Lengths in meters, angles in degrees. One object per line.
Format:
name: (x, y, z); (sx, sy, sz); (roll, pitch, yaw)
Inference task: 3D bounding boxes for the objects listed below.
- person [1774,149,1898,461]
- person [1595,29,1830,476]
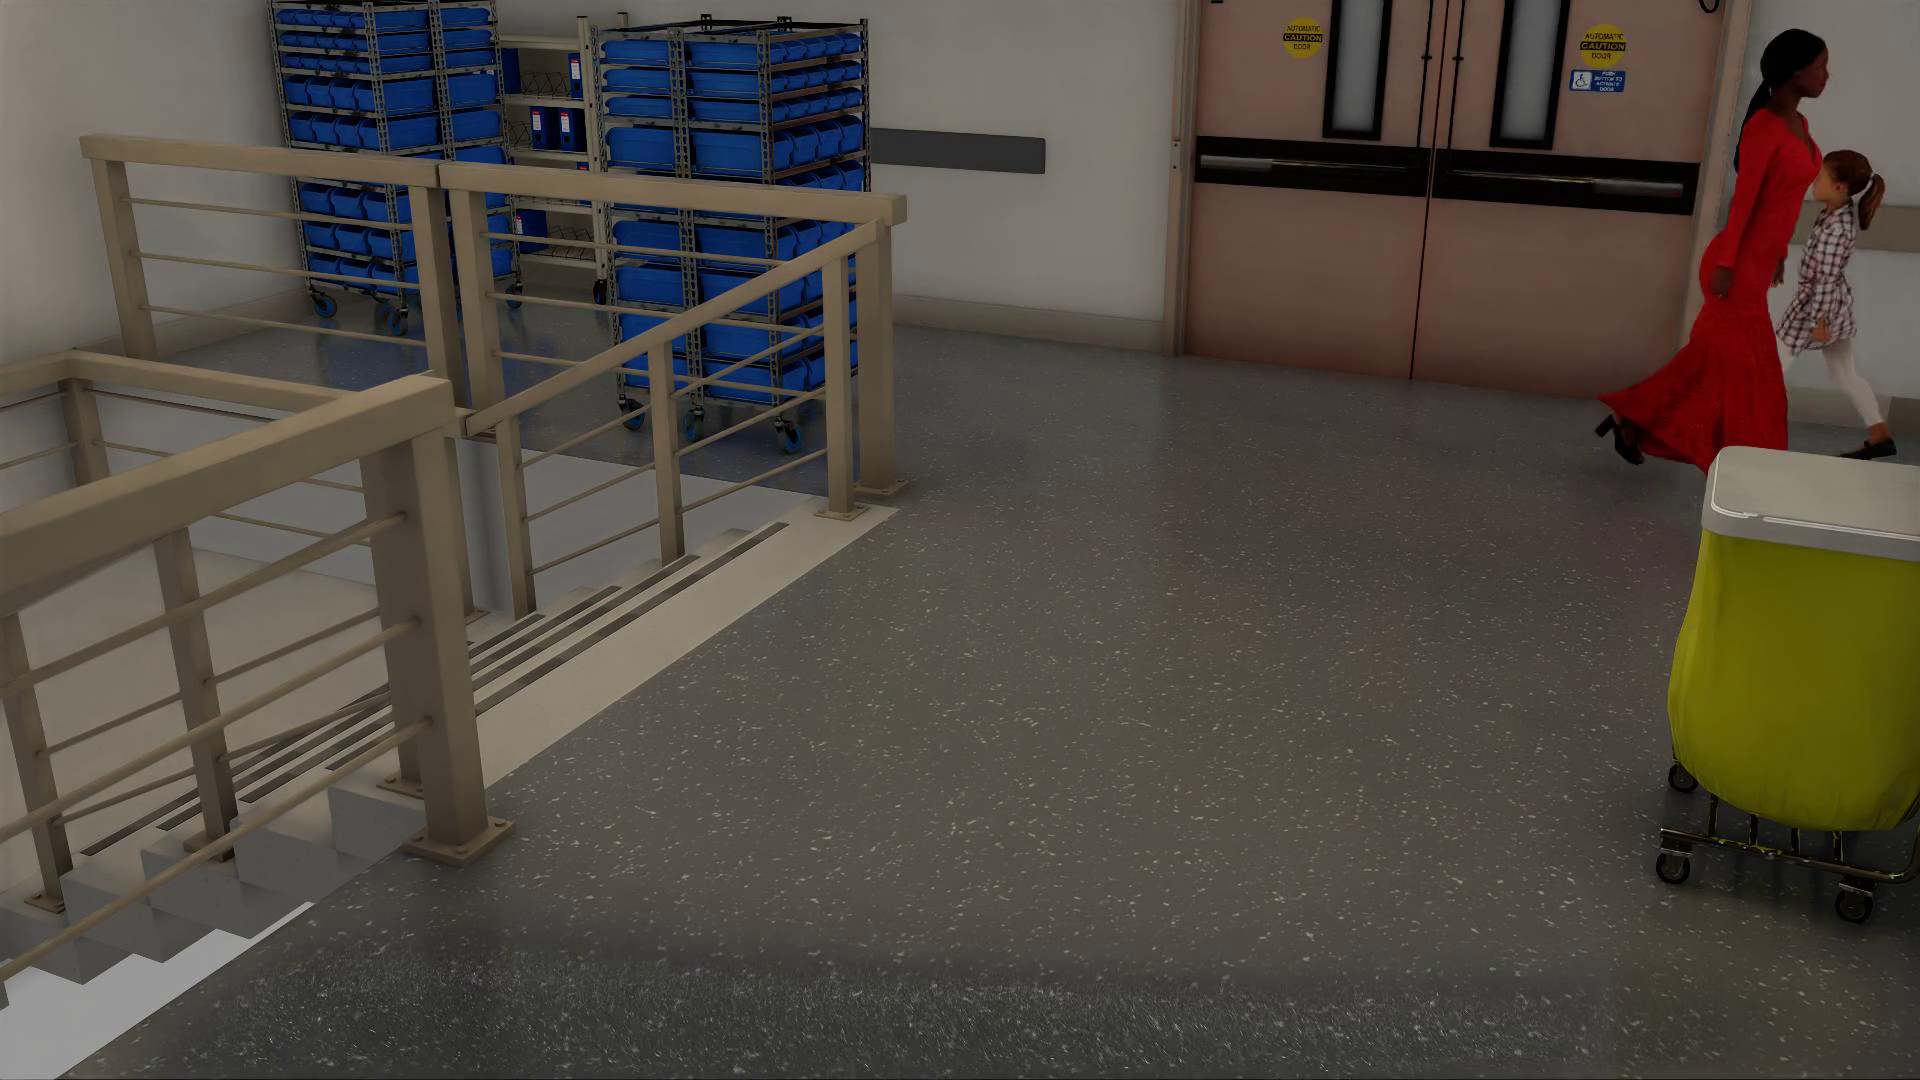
person: (3.573, -0.911, 6.753); (1.000, 1.281, 0.663); (15, 25, 35)
person: (2.891, -1.007, 6.344); (1.181, 1.752, 0.843); (17, 27, 38)
